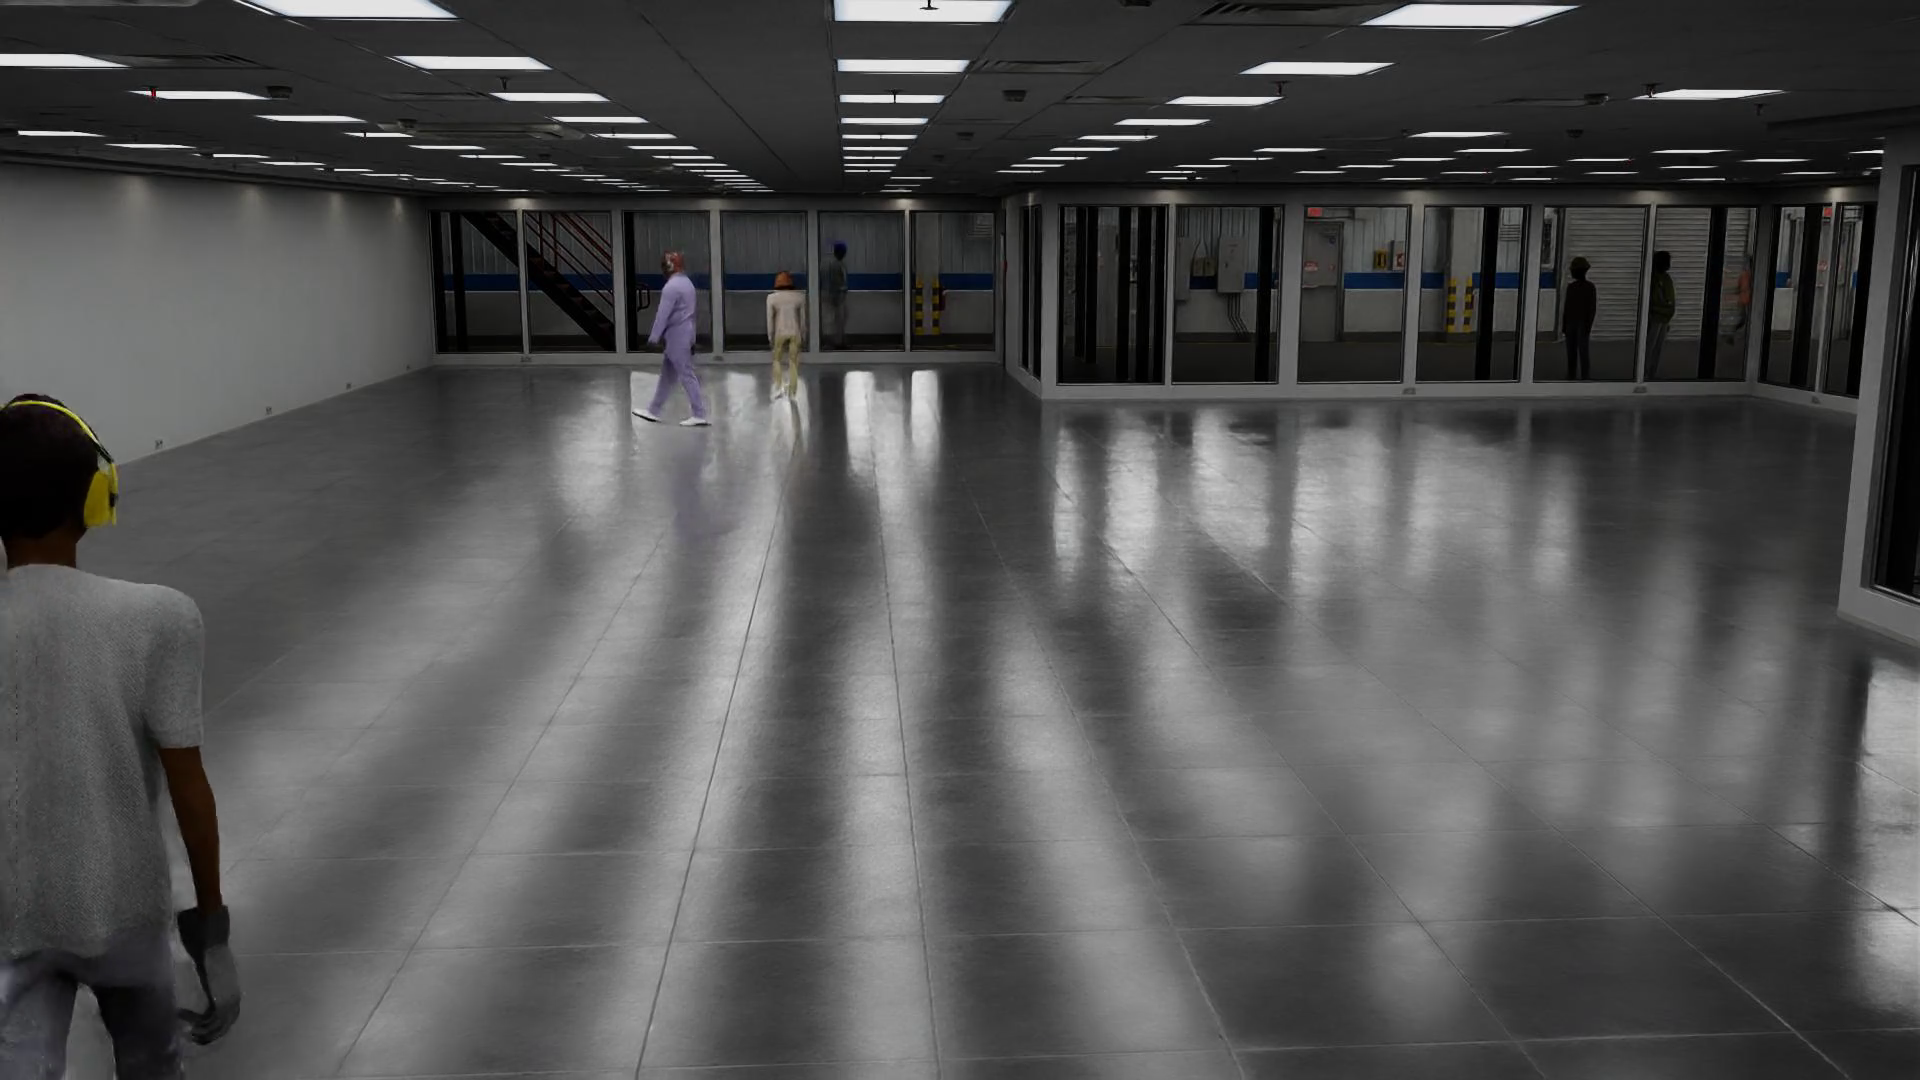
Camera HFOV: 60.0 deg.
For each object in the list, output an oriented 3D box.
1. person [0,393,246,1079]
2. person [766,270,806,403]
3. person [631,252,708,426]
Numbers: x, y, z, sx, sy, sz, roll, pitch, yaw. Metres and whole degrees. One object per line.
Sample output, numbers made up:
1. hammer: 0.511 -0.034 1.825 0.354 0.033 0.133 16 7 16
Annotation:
1. person: -1.554 0.656 2.919 0.544 1.816 1.005 -4 11 -20
2. person: -2.144 -2.505 20.477 0.513 1.614 0.581 -3 11 -17
3. person: -3.151 -2.158 17.938 0.918 1.861 0.647 1 11 4
